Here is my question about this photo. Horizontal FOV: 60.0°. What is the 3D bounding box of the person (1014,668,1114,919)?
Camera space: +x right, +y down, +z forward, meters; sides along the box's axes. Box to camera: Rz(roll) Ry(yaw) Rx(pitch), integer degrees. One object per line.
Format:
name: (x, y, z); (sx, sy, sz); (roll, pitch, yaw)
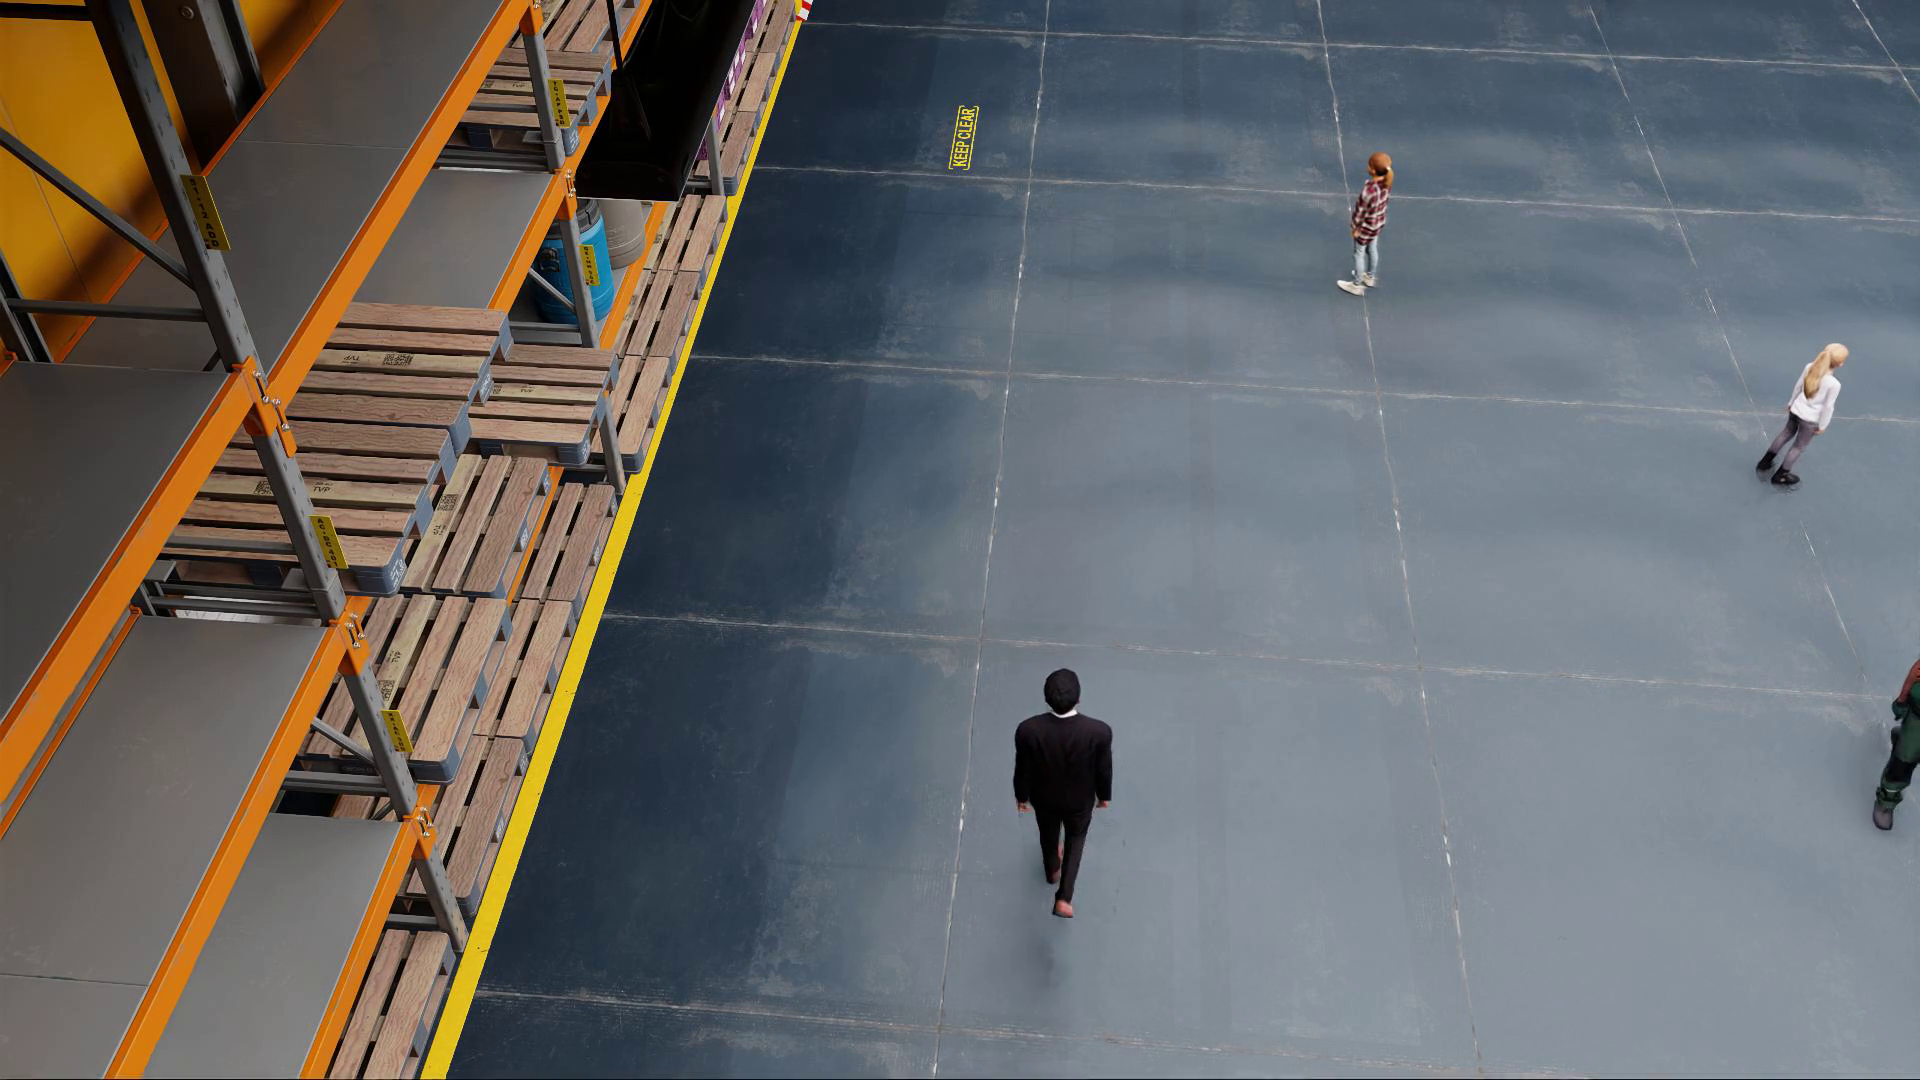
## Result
person: (0.569, 1.467, 9.349); (0.698, 1.871, 0.930); (3, 44, 4)

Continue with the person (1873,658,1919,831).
person: (5.858, 0.949, 9.927); (0.792, 1.824, 0.967); (11, 45, 12)

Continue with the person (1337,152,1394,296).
person: (3.480, -2.696, 14.130); (0.599, 1.304, 0.664); (-32, 52, -29)

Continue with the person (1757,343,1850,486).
person: (6.244, -0.917, 12.283); (0.643, 1.276, 0.554); (-14, 45, -14)
